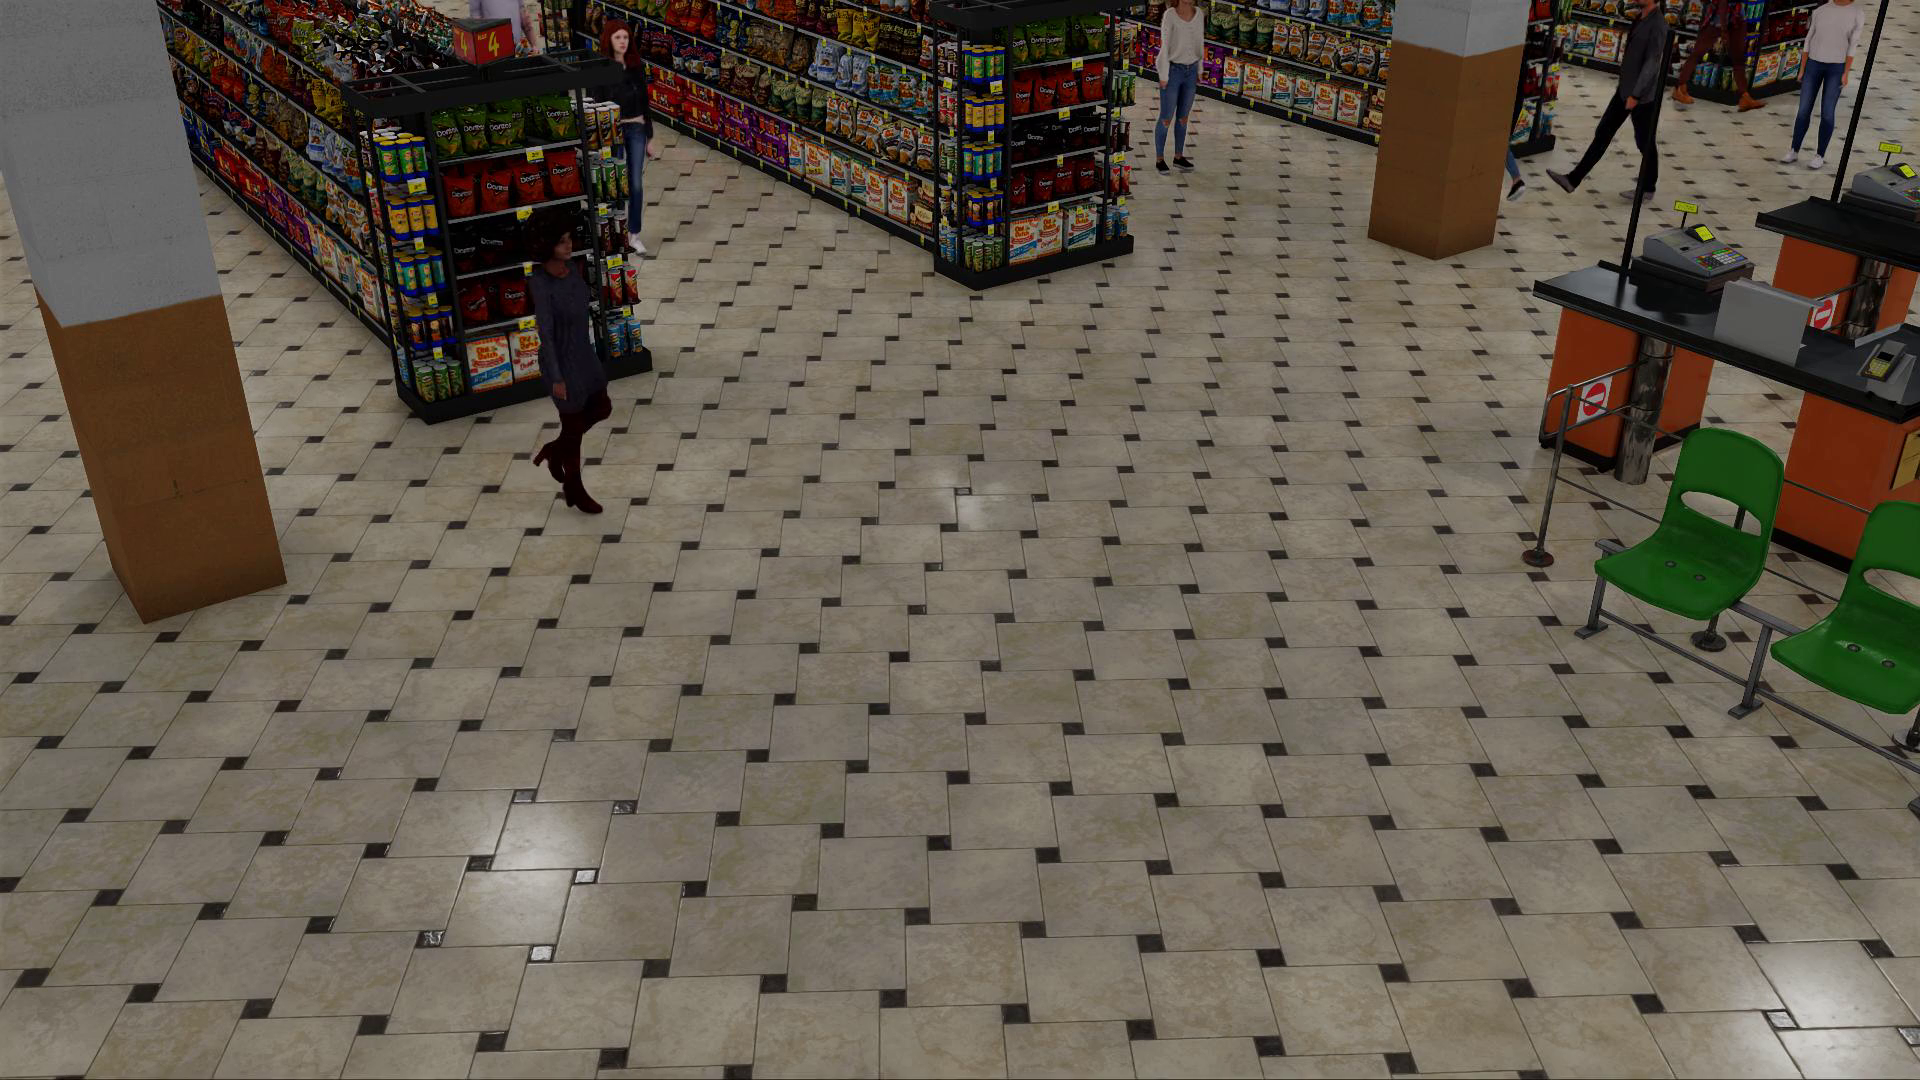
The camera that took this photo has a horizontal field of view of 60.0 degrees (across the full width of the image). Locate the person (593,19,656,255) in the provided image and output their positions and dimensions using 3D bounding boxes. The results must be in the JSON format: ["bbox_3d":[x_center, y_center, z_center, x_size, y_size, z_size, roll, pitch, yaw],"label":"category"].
[{"bbox_3d":[-2.599,-3.079,12.718,0.647,1.781,0.732,-13,31,-22],"label":"person"}]

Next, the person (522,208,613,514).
[{"bbox_3d":[-2.163,-0.943,8.894,0.844,1.698,0.779,9,30,16],"label":"person"}]

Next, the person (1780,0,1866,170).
[{"bbox_3d":[7.720,-4.189,14.814,0.527,1.721,0.700,23,36,36],"label":"person"}]

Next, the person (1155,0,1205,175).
[{"bbox_3d":[1.931,-4.112,14.703,0.641,1.692,0.584,-14,32,-24],"label":"person"}]

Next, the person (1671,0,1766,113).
[{"bbox_3d":[7.512,-5.123,16.578,0.603,1.669,1.179,-18,34,-30],"label":"person"}]

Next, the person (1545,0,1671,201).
[{"bbox_3d":[5.686,-3.693,13.795,1.130,1.827,1.201,-2,29,-4],"label":"person"}]

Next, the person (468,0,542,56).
[{"bbox_3d":[-4.207,-4.439,15.206,1.266,1.783,0.870,23,36,36],"label":"person"}]
